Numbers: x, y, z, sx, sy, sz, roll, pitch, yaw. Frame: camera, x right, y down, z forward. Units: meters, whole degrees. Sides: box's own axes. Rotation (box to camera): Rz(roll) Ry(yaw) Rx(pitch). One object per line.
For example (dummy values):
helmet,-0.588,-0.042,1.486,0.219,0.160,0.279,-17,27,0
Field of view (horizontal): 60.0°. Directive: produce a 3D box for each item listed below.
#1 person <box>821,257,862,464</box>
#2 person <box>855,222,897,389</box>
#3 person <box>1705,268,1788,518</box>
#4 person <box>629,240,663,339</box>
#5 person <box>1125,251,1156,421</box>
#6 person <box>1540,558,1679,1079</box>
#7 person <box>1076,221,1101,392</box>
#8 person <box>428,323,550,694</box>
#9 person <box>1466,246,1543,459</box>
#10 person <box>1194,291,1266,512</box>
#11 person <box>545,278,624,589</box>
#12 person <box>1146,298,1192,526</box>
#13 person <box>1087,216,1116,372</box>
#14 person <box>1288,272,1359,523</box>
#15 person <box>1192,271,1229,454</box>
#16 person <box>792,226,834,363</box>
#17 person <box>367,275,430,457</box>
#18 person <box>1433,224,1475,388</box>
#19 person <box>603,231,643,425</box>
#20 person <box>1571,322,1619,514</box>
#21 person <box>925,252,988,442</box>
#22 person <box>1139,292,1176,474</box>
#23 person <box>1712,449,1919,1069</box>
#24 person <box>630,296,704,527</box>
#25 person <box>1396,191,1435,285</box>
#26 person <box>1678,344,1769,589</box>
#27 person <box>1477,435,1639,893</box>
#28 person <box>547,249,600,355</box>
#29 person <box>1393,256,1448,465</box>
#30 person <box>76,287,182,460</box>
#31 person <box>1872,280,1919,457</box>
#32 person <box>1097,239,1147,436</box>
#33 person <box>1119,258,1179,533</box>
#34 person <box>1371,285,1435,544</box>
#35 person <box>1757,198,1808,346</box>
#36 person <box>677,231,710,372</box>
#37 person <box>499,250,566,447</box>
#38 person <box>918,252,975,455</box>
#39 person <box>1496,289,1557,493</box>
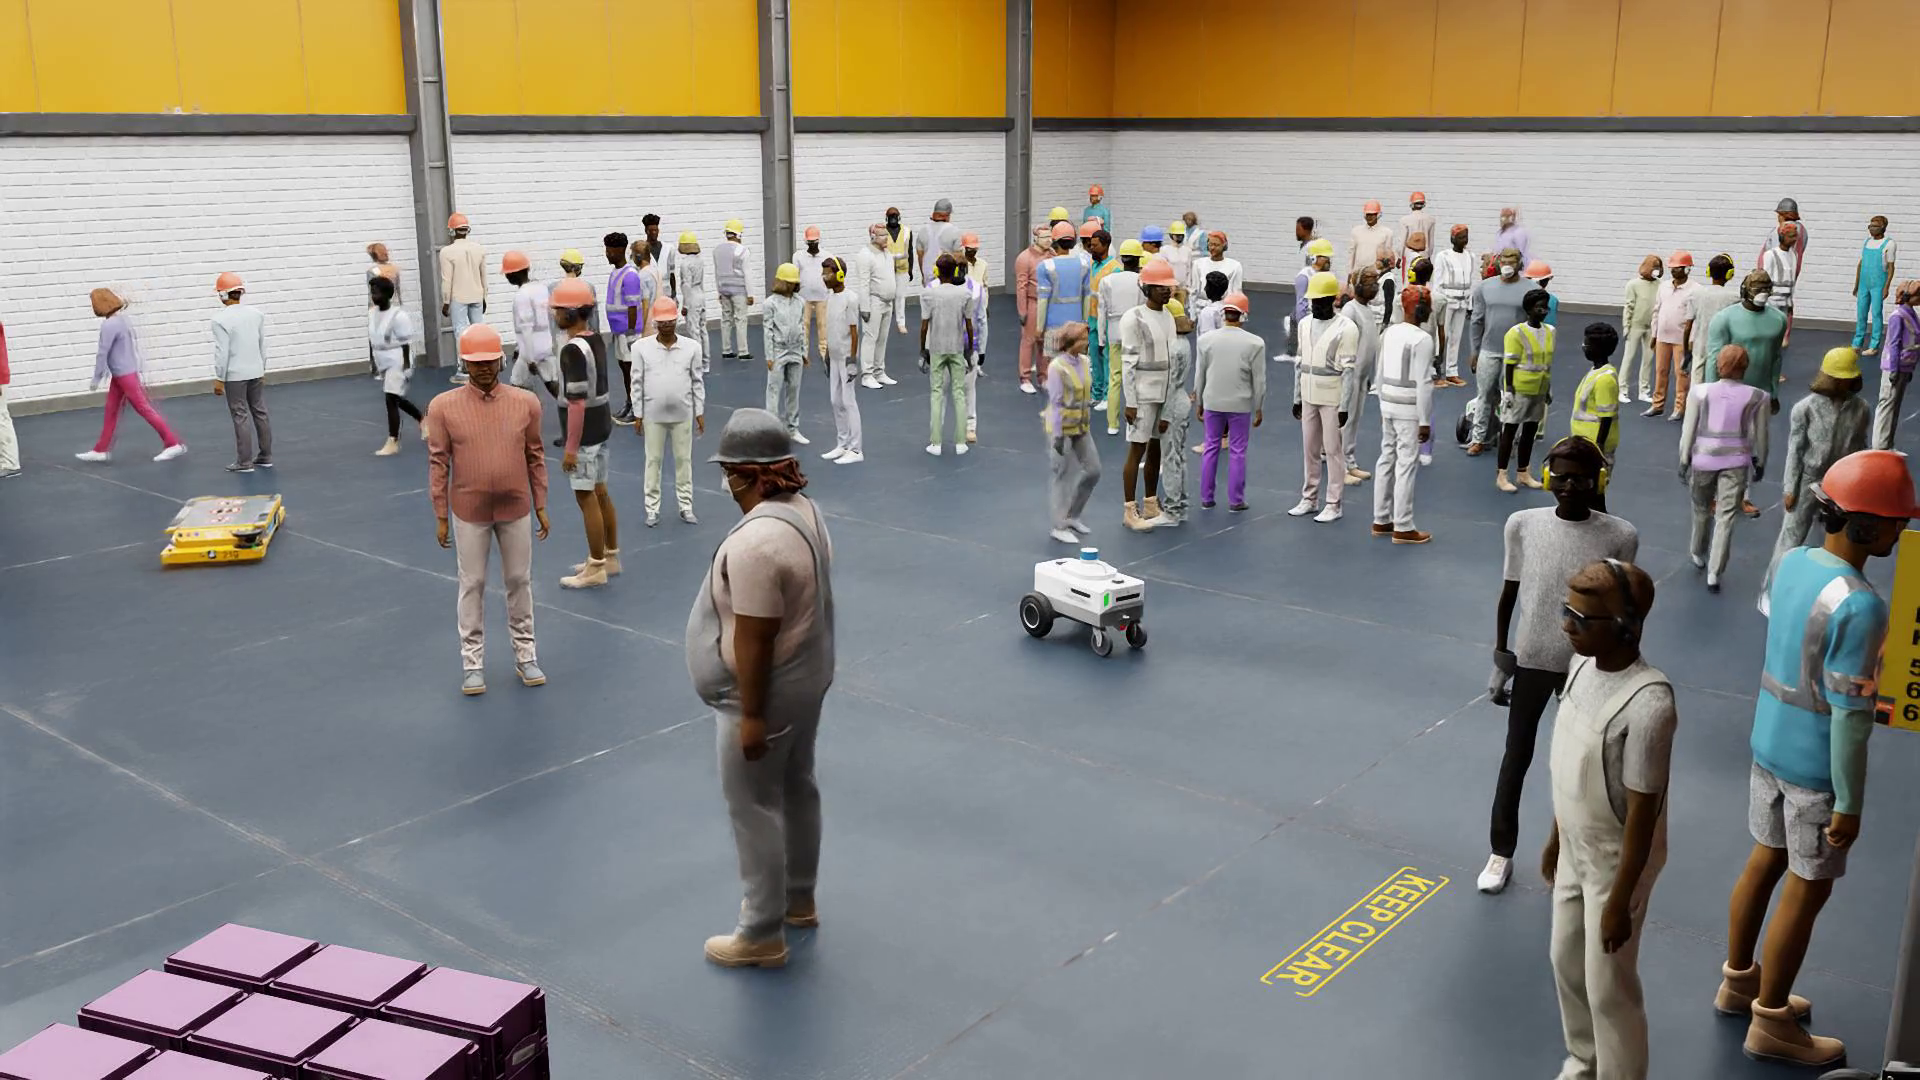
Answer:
person,-1.087,-1.622,15.044,0.344,1.856,0.525,-10,17,-34
person,-0.941,-2.727,19.343,0.402,1.906,0.652,7,16,26
person,6.070,-1.131,12.900,0.635,1.938,0.354,-2,14,-10
person,-3.270,-2.219,17.454,0.349,1.838,0.505,3,14,10
person,1.872,-2.028,16.833,0.329,1.769,0.526,-2,14,-8
person,1.848,0.943,4.819,0.340,1.837,0.506,0,14,0
person,1.473,-2.665,19.033,0.356,1.937,0.552,0,14,1
person,-2.517,-0.168,8.938,0.622,1.994,0.381,-7,16,-26
person,4.978,-1.714,15.229,0.629,1.940,0.379,7,15,24
person,2.133,-1.088,13.133,0.573,1.741,0.355,6,15,24
person,-2.496,-0.688,10.948,0.414,2.032,0.647,1,14,5
person,1.601,-0.976,12.707,0.320,1.729,0.486,4,15,16
person,1.652,-3.038,20.584,0.408,1.909,0.638,-6,15,-22
person,2.783,-1.098,12.813,0.397,1.920,0.587,-9,17,-33
person,2.357,-1.641,15.429,0.316,1.695,0.542,10,17,34
person,-1.875,-3.133,21.274,0.561,1.752,0.324,-2,14,-6
person,-5.233,-1.650,15.533,0.525,1.671,0.748,9,17,33
person,5.747,-2.723,19.374,0.573,1.883,0.354,-7,16,-26
person,-3.428,-2.161,16.983,0.376,1.958,0.603,-7,16,-26
person,4.365,-0.653,11.473,0.316,1.699,0.542,3,14,12
person,-0.042,-1.838,15.962,0.624,1.837,0.431,-2,14,-6
person,1.753,-1.392,14.560,0.279,1.634,0.498,-2,14,-10
person,2.786,0.706,5.379,0.409,2.036,0.609,1,14,3
person,-2.217,-0.975,12.649,0.561,1.753,0.330,-4,15,-15
person,7.103,-4.436,25.994,0.612,1.995,0.382,-4,15,-14
person,5.090,-0.507,11.107,0.539,1.586,0.878,6,15,23
person,2.341,0.505,6.503,0.515,1.872,0.333,5,15,20
person,-3.978,-2.116,17.195,0.533,1.763,0.325,1,14,3
person,4.075,-1.591,14.880,0.521,1.872,0.328,0,14,-2
person,-7.585,-1.493,15.074,0.899,1.581,0.510,-4,15,-16
person,8.550,-1.544,15.156,0.307,1.641,0.514,12,19,40
person,1.643,-1.975,16.301,0.594,1.922,0.375,4,15,16
person,1.459,-1.087,12.514,0.374,2.044,0.605,14,19,43
person,3.256,-0.918,12.163,0.354,1.881,0.576,-5,15,-18
person,11.208,-3.660,22.798,0.689,2.000,0.538,-10,17,-34
person,-3.286,-2.896,20.351,0.317,1.743,0.488,4,15,17
person,-4.055,-1.797,15.728,1.043,1.868,0.532,3,14,12
person,-0.128,-1.715,15.380,0.531,1.867,0.316,-2,14,-8
person,4.719,-1.239,13.823,0.537,1.695,0.320,-7,16,-26
